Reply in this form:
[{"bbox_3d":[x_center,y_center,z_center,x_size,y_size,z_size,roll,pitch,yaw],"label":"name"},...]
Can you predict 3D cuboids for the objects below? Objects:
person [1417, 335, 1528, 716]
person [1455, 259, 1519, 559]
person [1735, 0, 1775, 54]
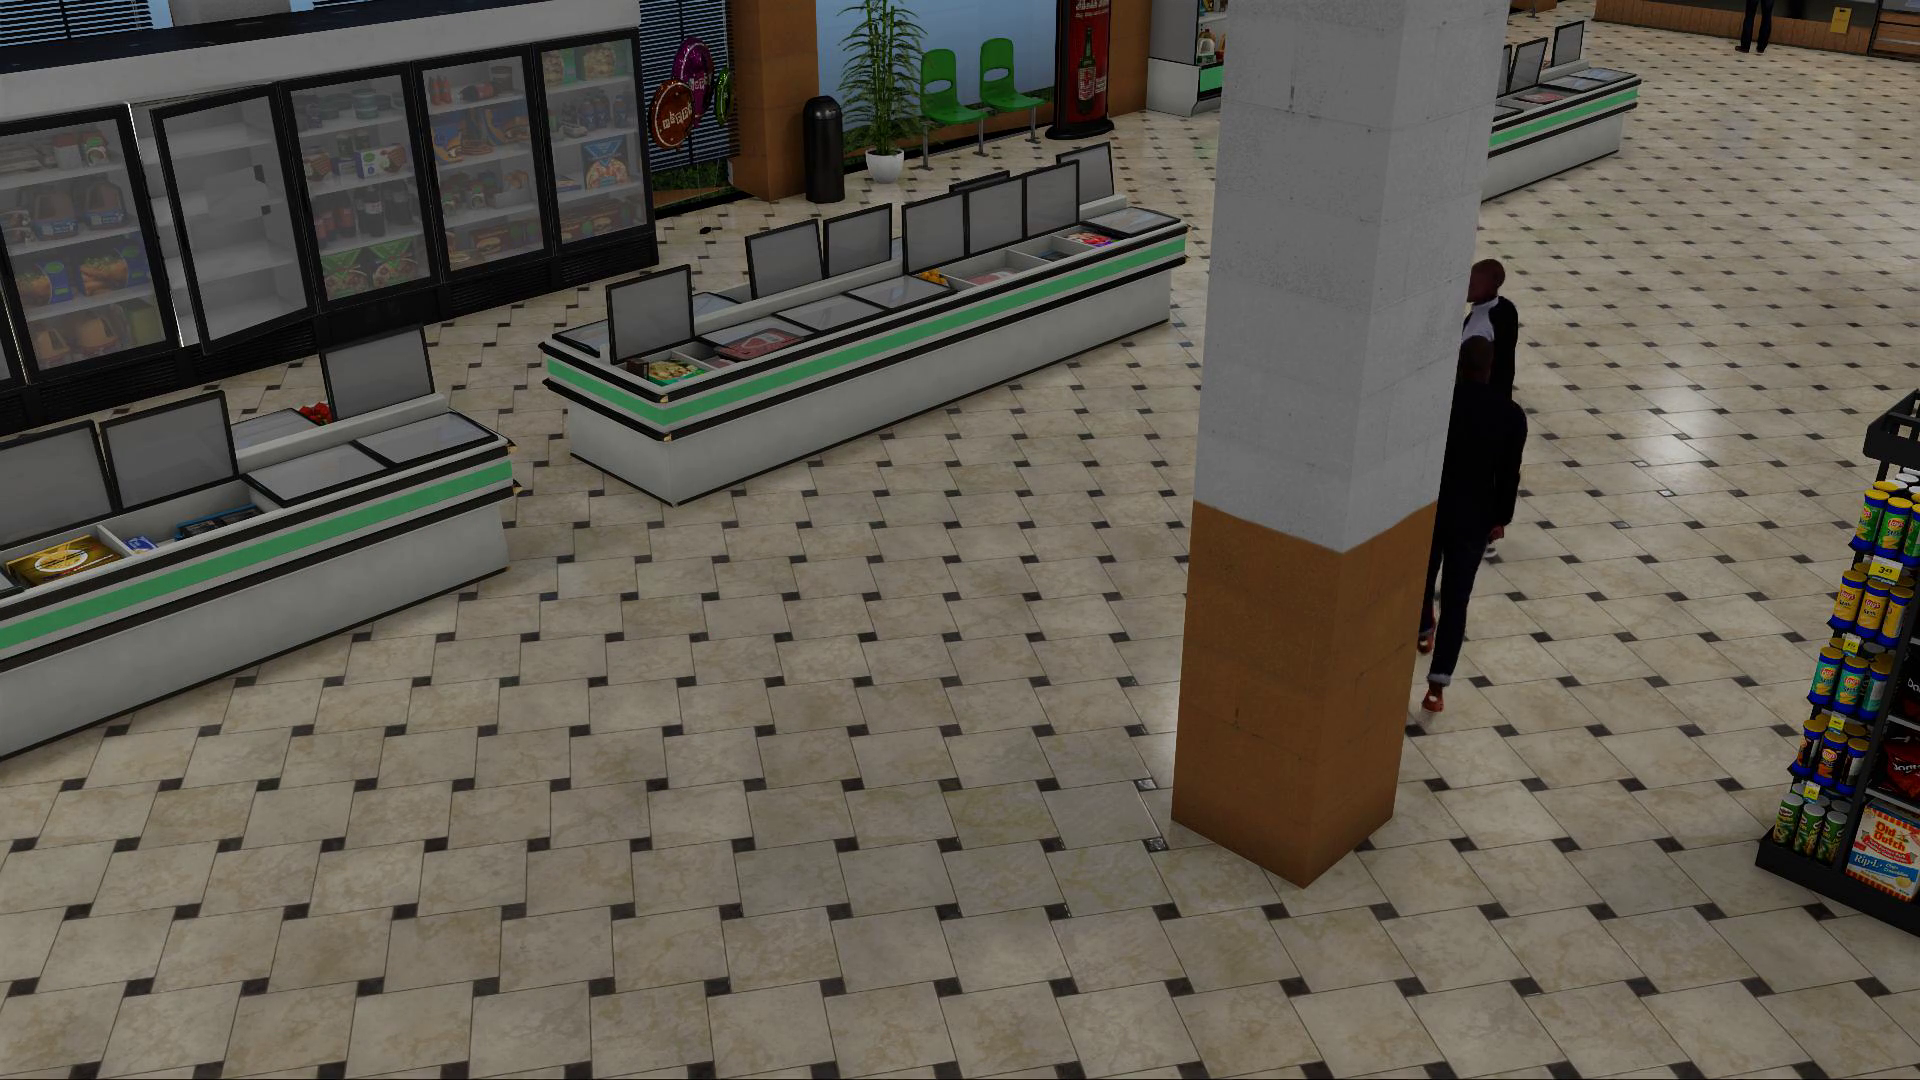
[{"bbox_3d":[2.298,-0.028,7.822,1.054,1.775,1.337,10,28,18],"label":"person"},{"bbox_3d":[2.908,-0.710,9.153,0.657,1.786,0.858,-23,35,-38],"label":"person"},{"bbox_3d":[10.986,-7.607,22.726,0.738,1.813,0.787,1,27,2],"label":"person"}]
